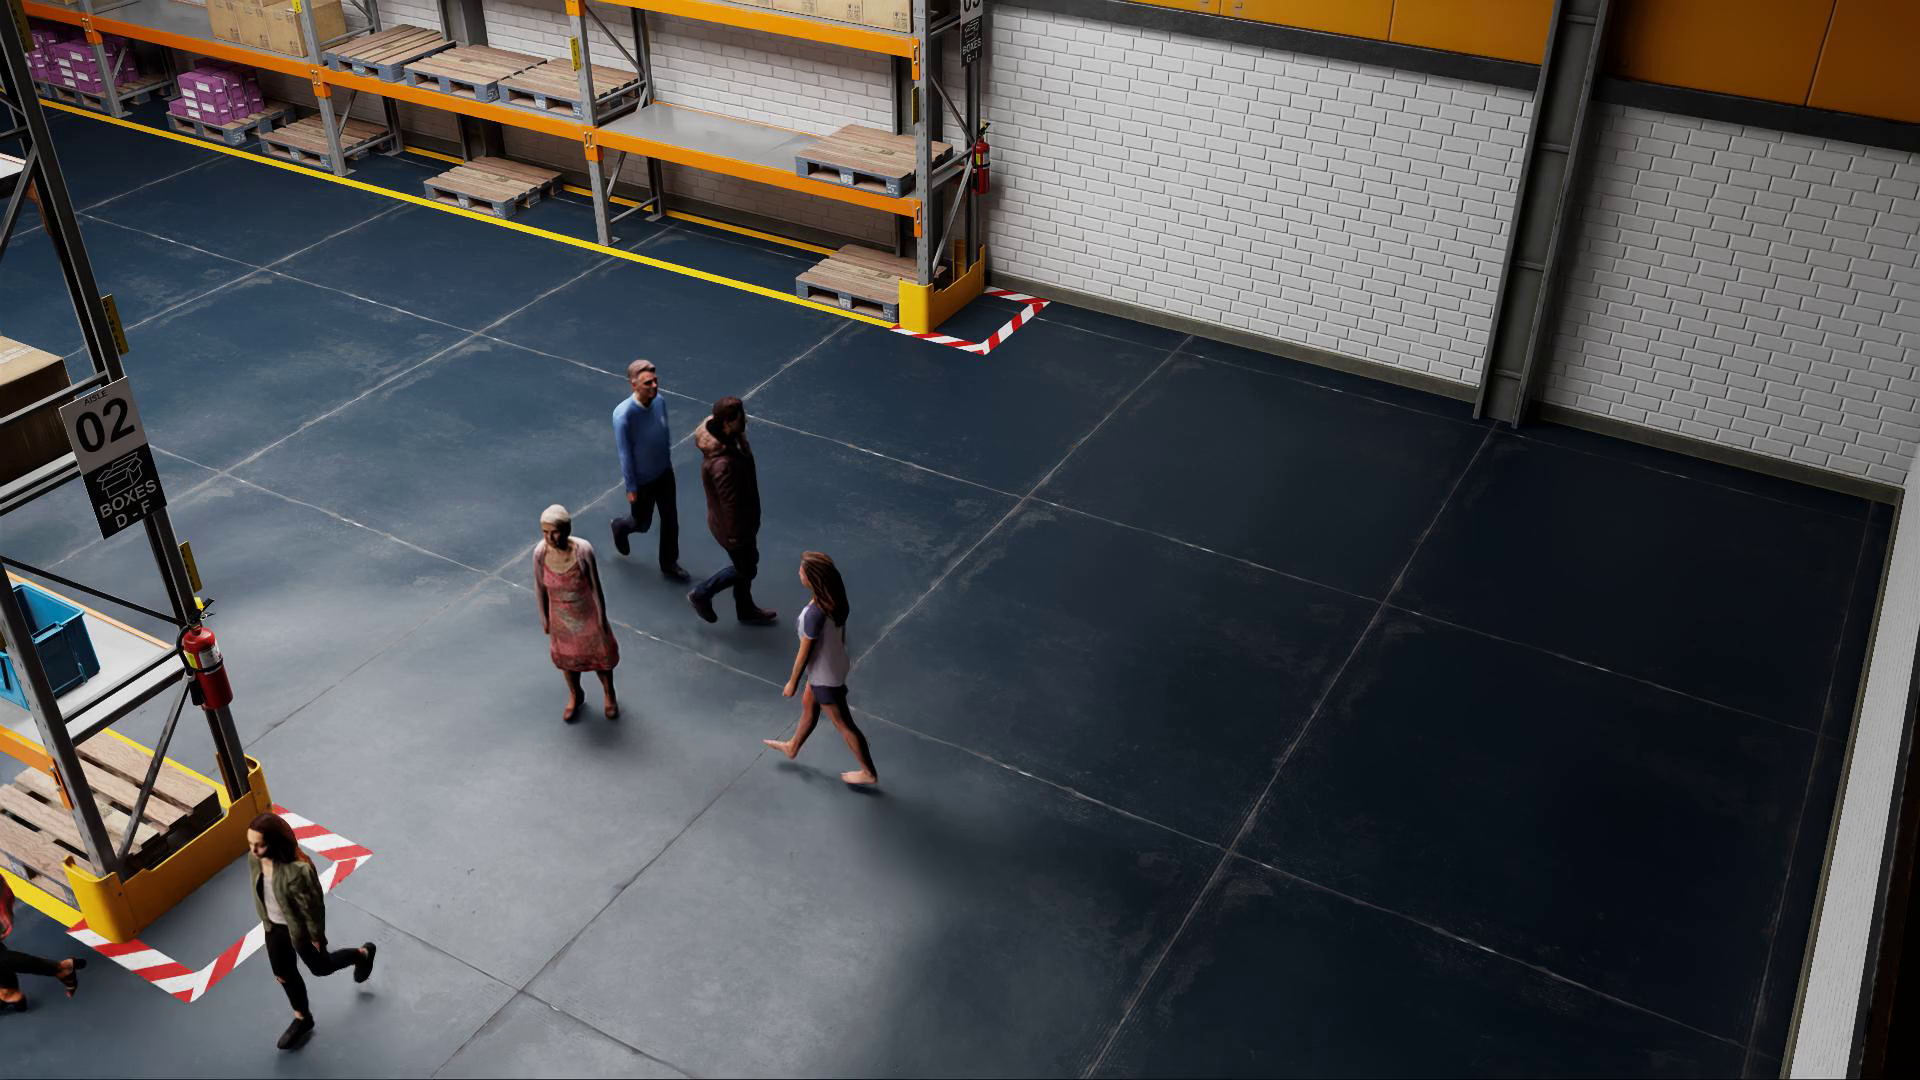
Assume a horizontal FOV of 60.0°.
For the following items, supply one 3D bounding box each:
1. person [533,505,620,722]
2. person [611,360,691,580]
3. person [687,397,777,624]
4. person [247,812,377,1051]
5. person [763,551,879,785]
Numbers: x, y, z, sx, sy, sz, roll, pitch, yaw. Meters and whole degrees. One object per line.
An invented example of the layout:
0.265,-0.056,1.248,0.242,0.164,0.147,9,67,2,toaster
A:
-2.503,0.470,10.830,0.707,1.683,0.792,-2,34,-2,person
-2.351,-0.523,12.218,0.978,1.801,0.745,24,41,32,person
-1.667,-0.162,11.646,1.033,1.831,0.963,0,34,0,person
-3.451,1.983,8.759,0.848,1.455,0.682,15,37,22,person
-0.730,0.845,10.261,1.094,1.687,0.817,7,34,10,person
